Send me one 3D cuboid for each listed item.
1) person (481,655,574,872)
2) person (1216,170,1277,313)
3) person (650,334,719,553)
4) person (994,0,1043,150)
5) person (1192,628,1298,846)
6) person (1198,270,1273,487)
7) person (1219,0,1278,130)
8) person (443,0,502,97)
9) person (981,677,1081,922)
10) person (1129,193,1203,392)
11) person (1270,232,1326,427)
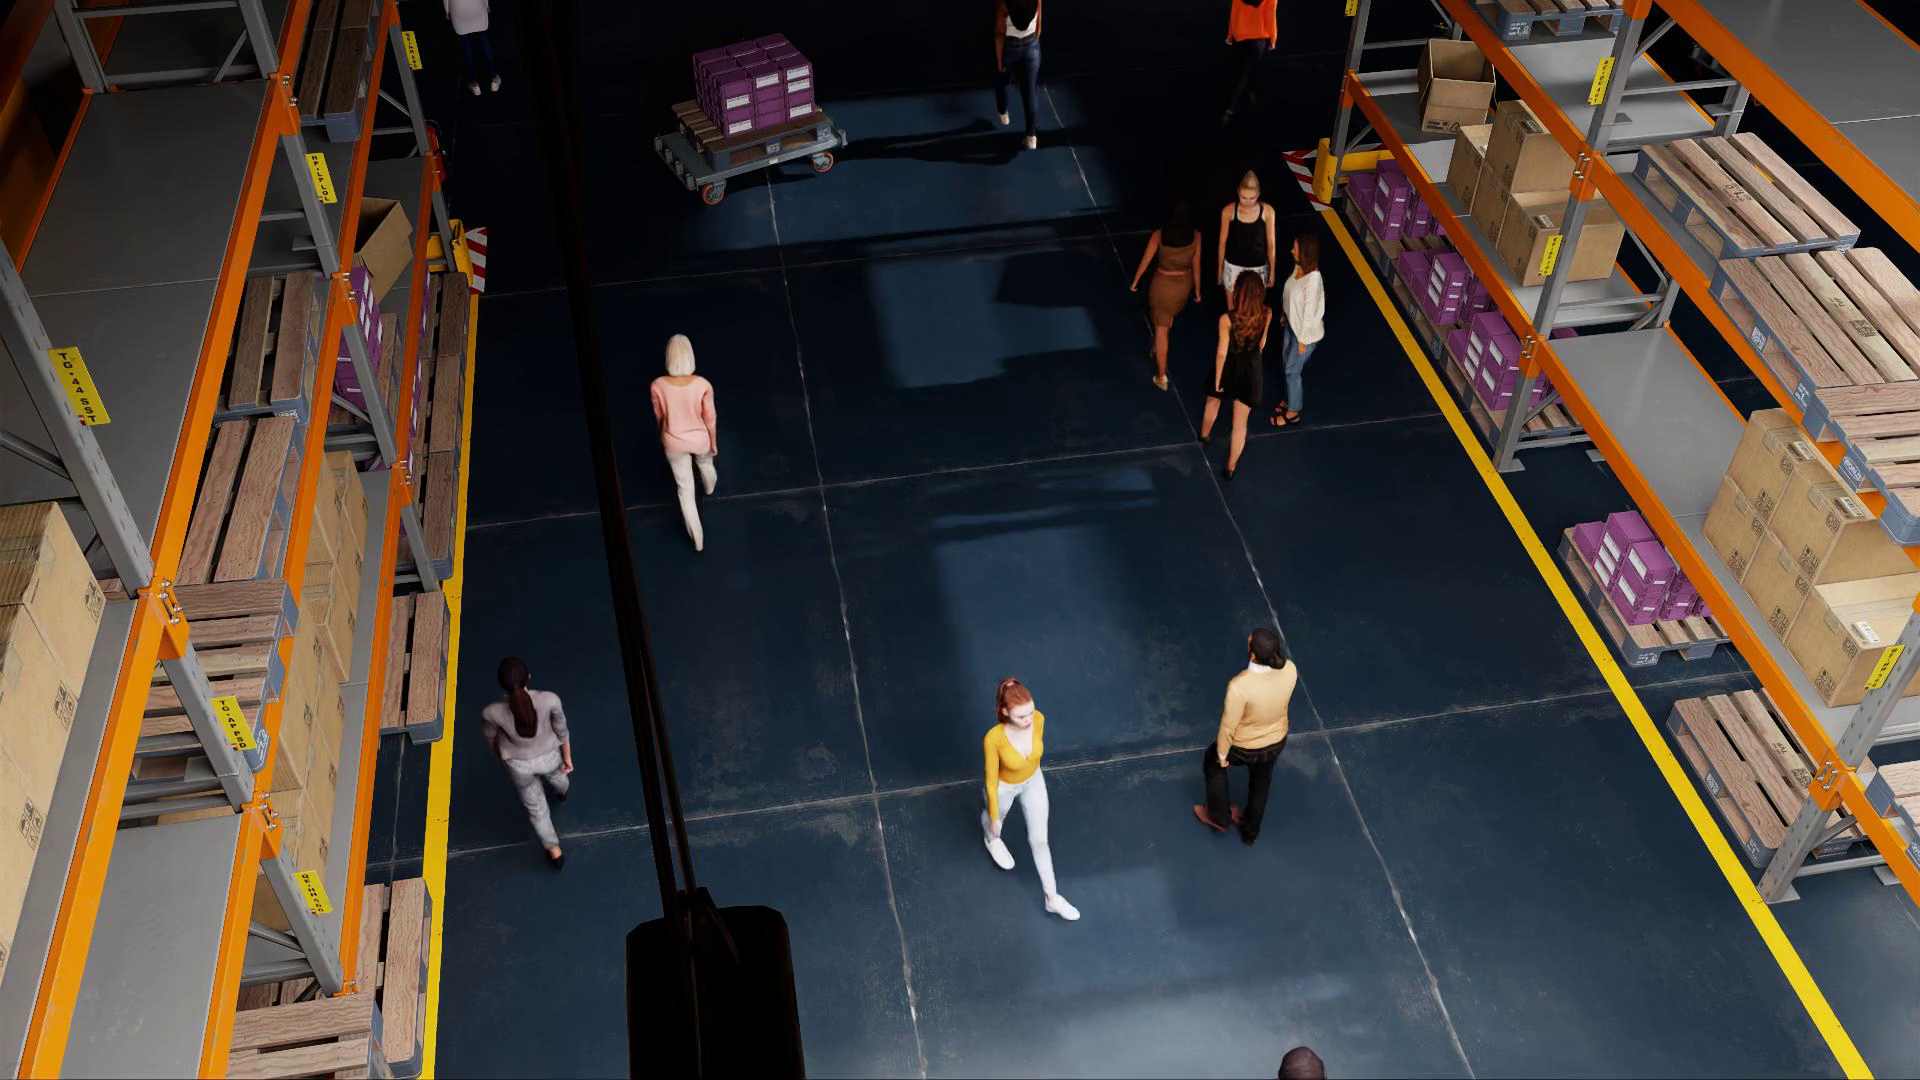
[{"bbox_3d":[-2.488,1.354,9.719,0.760,1.650,1.019,-16,46,-16],"label":"person"},{"bbox_3d":[2.291,-2.221,13.342,0.841,1.829,1.060,3,44,3],"label":"person"},{"bbox_3d":[-1.937,-0.644,11.793,0.654,1.682,1.067,-5,44,-5],"label":"person"},{"bbox_3d":[0.593,-4.588,15.870,0.644,1.769,1.157,-6,44,-7],"label":"person"},{"bbox_3d":[1.760,1.223,9.790,0.728,1.741,0.709,-16,46,-16],"label":"person"},{"bbox_3d":[2.073,-1.140,12.214,0.577,1.818,0.842,-6,44,-7],"label":"person"},{"bbox_3d":[2.772,-4.800,16.143,1.108,1.699,1.105,31,52,29],"label":"person"},{"bbox_3d":[-4.929,-5.316,16.628,0.647,1.777,0.584,-15,46,-15],"label":"person"},{"bbox_3d":[0.251,1.386,9.638,0.900,1.714,1.178,-24,49,-23],"label":"person"},{"bbox_3d":[1.690,-1.913,13.143,0.721,1.657,0.888,-7,44,-8],"label":"person"},{"bbox_3d":[2.669,-1.648,12.860,0.732,1.663,0.541,-6,44,-6],"label":"person"}]
